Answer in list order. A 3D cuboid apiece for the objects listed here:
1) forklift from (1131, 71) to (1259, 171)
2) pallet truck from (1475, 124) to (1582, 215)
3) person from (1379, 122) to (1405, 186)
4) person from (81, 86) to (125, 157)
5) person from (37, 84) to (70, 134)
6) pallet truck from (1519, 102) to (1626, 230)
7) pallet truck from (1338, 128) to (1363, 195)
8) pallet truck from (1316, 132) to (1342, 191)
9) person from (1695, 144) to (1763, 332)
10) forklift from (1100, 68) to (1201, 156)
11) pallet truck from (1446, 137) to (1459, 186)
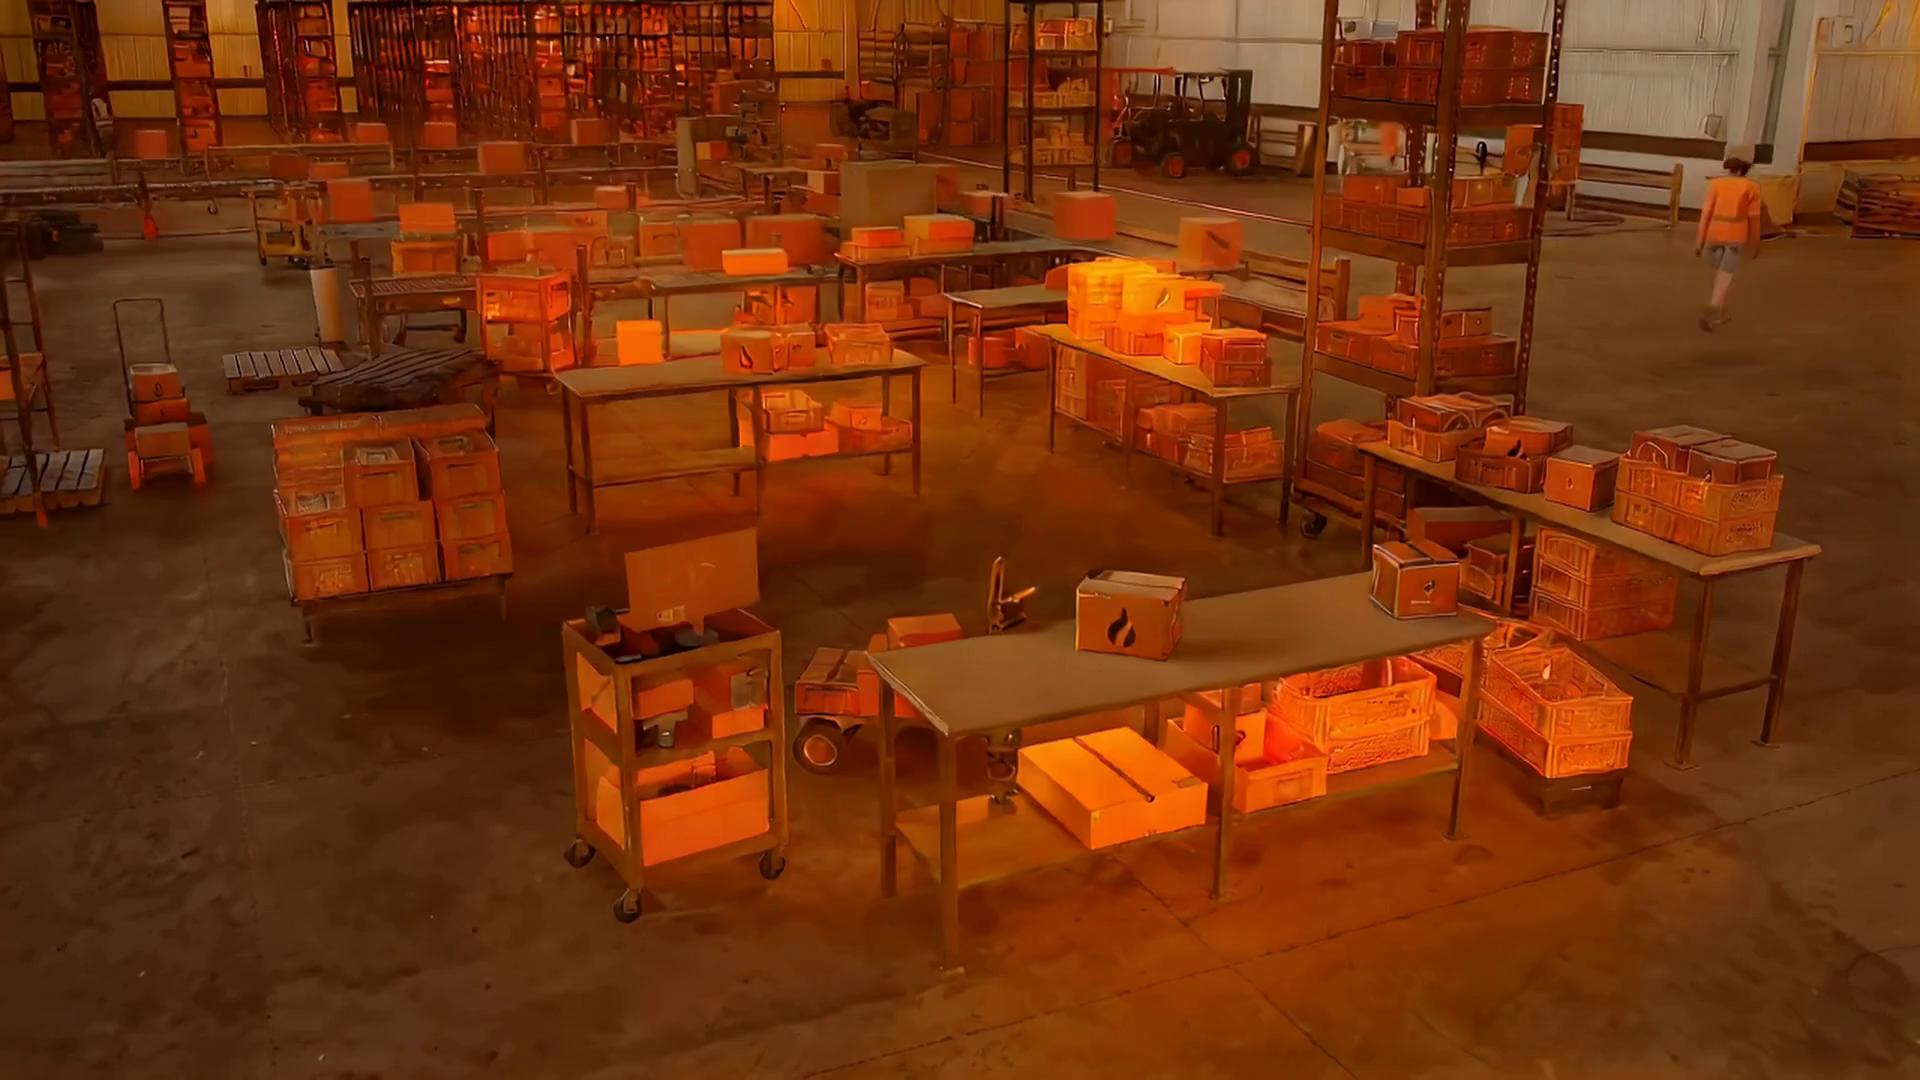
[{"bbox_3d":[4.998,-8.936,35.413,2.680,1.987,1.157,-9,20,-25],"label":"forklift"},{"bbox_3d":[9.707,-6.455,28.103,1.885,1.965,0.823,-7,19,-20],"label":"pallet truck"},{"bbox_3d":[7.958,-7.058,30.235,0.885,1.861,0.708,-2,18,-5],"label":"person"},{"bbox_3d":[-19.266,-9.253,37.254,0.614,1.787,0.612,1,18,4],"label":"person"},{"bbox_3d":[-26.030,-12.572,47.703,0.962,1.798,0.582,-10,20,-29],"label":"person"},{"bbox_3d":[9.972,-6.037,26.785,1.885,1.965,0.823,-9,20,-25],"label":"pallet truck"},{"bbox_3d":[7.845,-7.140,31.411,1.522,1.261,0.704,-9,20,-25],"label":"pallet truck"},{"bbox_3d":[7.723,-7.504,32.656,1.601,1.201,0.680,-8,19,-23],"label":"pallet truck"},{"bbox_3d":[8.341,-3.283,18.119,0.997,2.009,0.620,-15,23,-40],"label":"person"},{"bbox_3d":[4.082,-9.564,37.410,2.680,1.987,1.157,-8,19,-23],"label":"forklift"},{"bbox_3d":[9.184,-6.485,29.328,1.630,1.274,0.653,-8,19,-23],"label":"pallet truck"}]
